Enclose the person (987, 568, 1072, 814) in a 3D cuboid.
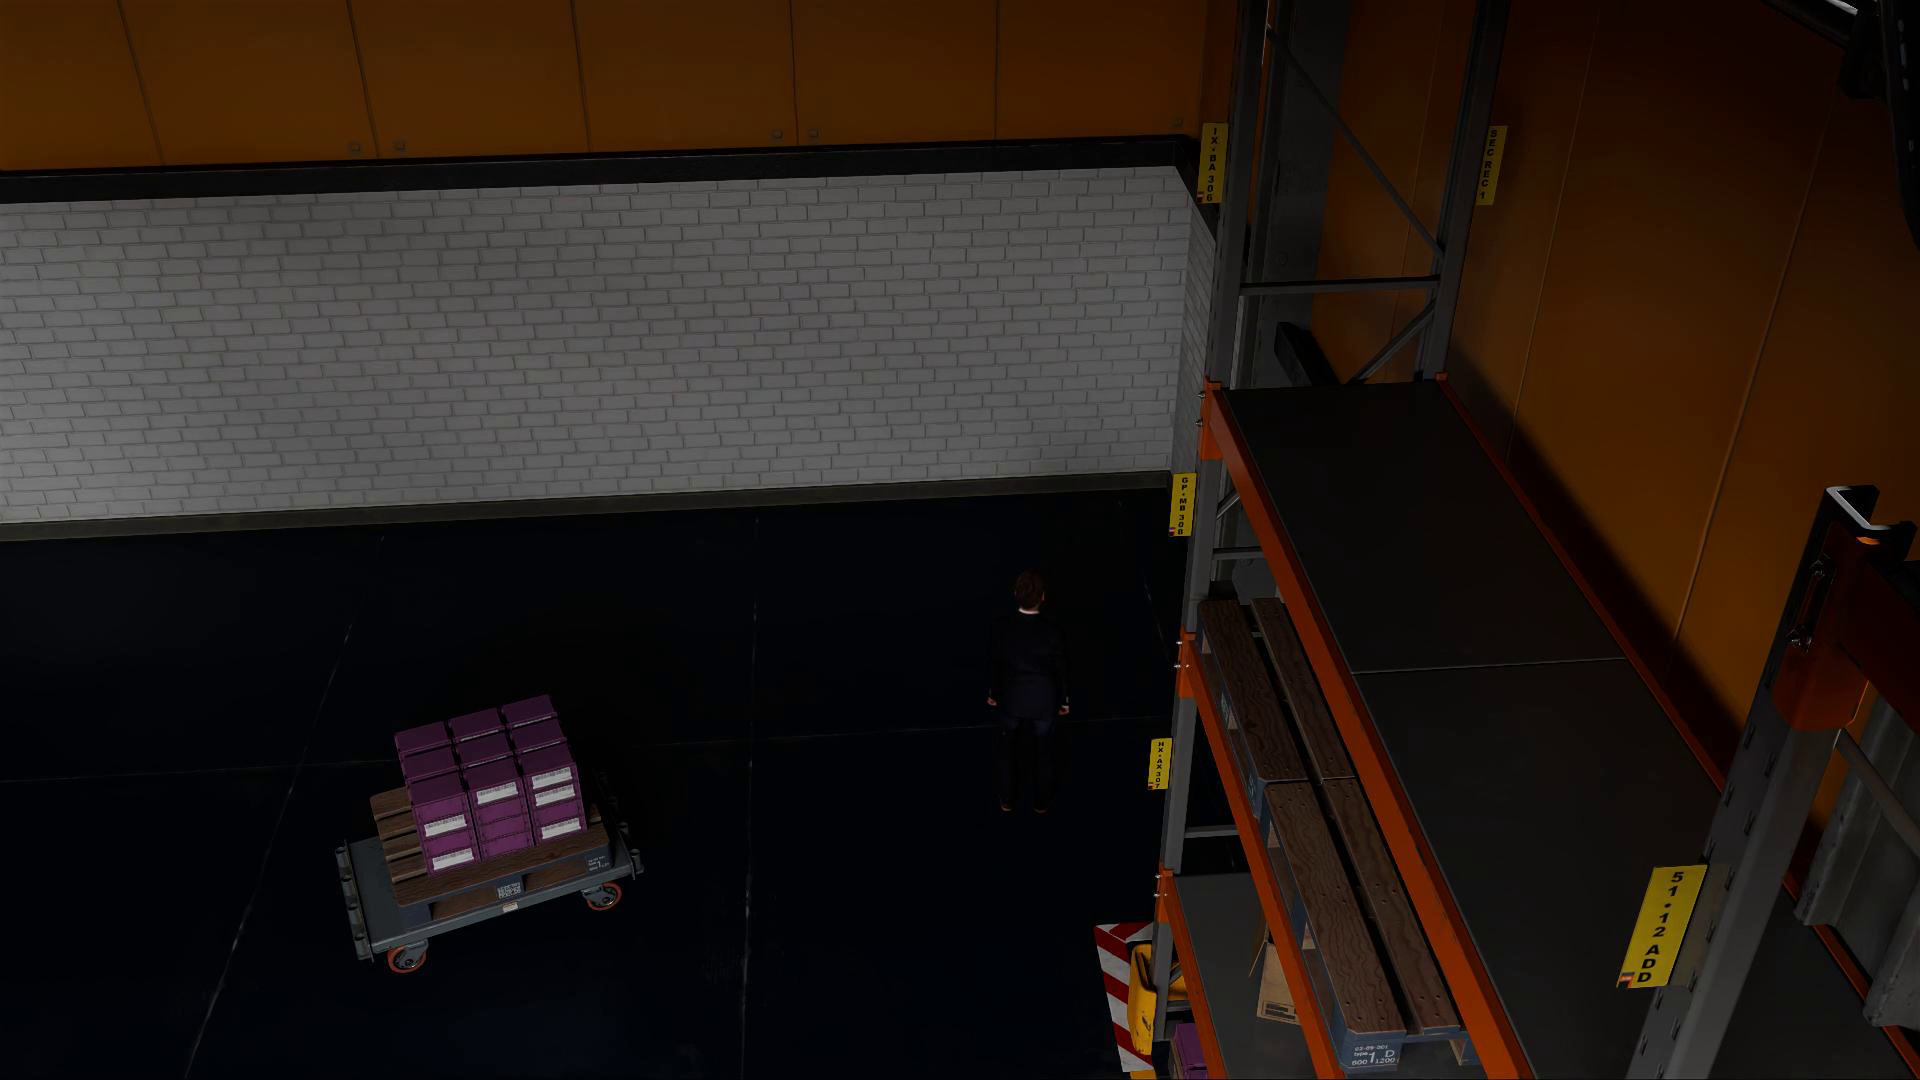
[{"bbox_3d":[0.417,0.940,10.301,0.739,1.816,0.687,6,34,9],"label":"person"}]
